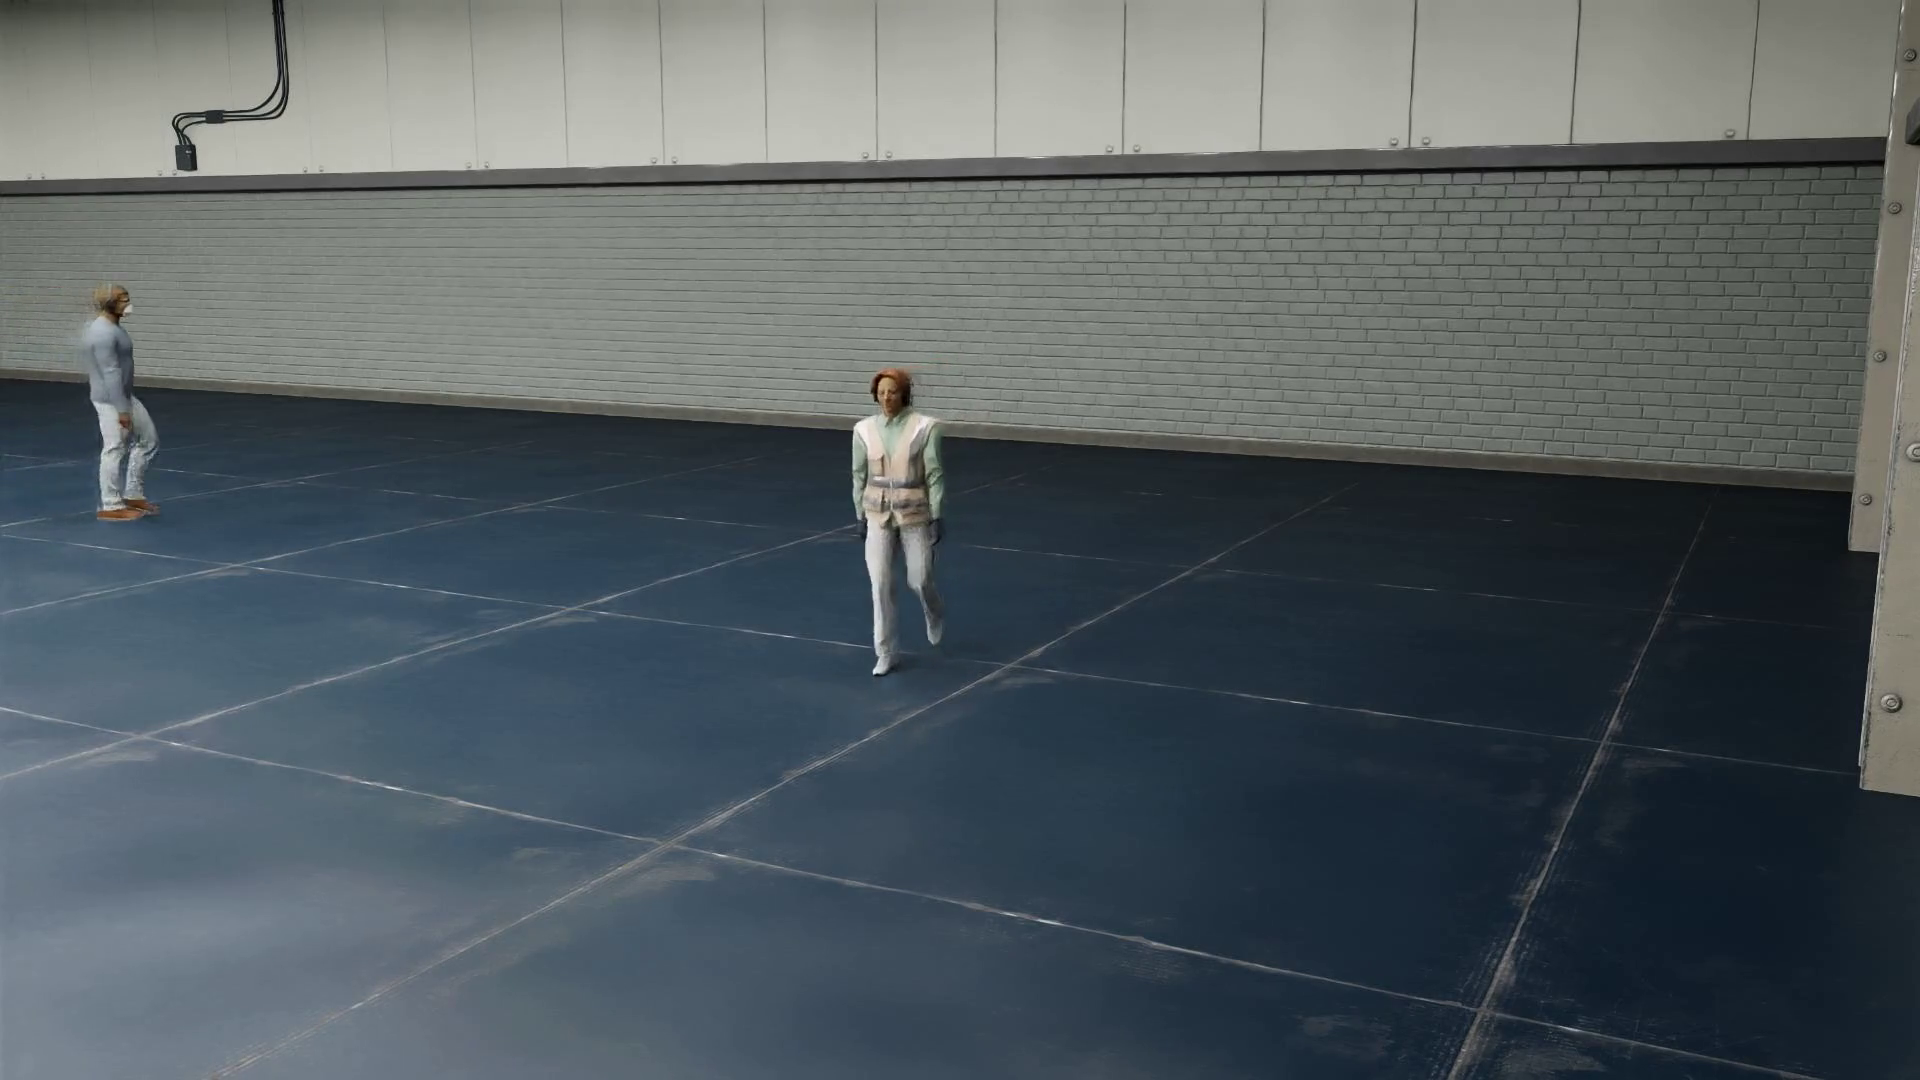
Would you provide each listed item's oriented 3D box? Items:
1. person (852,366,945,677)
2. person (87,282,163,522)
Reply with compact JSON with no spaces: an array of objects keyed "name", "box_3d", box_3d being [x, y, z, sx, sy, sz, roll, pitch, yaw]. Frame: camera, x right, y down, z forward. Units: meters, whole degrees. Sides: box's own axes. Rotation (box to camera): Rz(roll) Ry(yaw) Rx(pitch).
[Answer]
[{"name":"person","box_3d":[-0.309,-0.123,8.851,0.527,1.620,0.618,3,11,15]},{"name":"person","box_3d":[-6.684,-1.097,13.346,0.581,1.920,0.661,-3,11,-18]}]
